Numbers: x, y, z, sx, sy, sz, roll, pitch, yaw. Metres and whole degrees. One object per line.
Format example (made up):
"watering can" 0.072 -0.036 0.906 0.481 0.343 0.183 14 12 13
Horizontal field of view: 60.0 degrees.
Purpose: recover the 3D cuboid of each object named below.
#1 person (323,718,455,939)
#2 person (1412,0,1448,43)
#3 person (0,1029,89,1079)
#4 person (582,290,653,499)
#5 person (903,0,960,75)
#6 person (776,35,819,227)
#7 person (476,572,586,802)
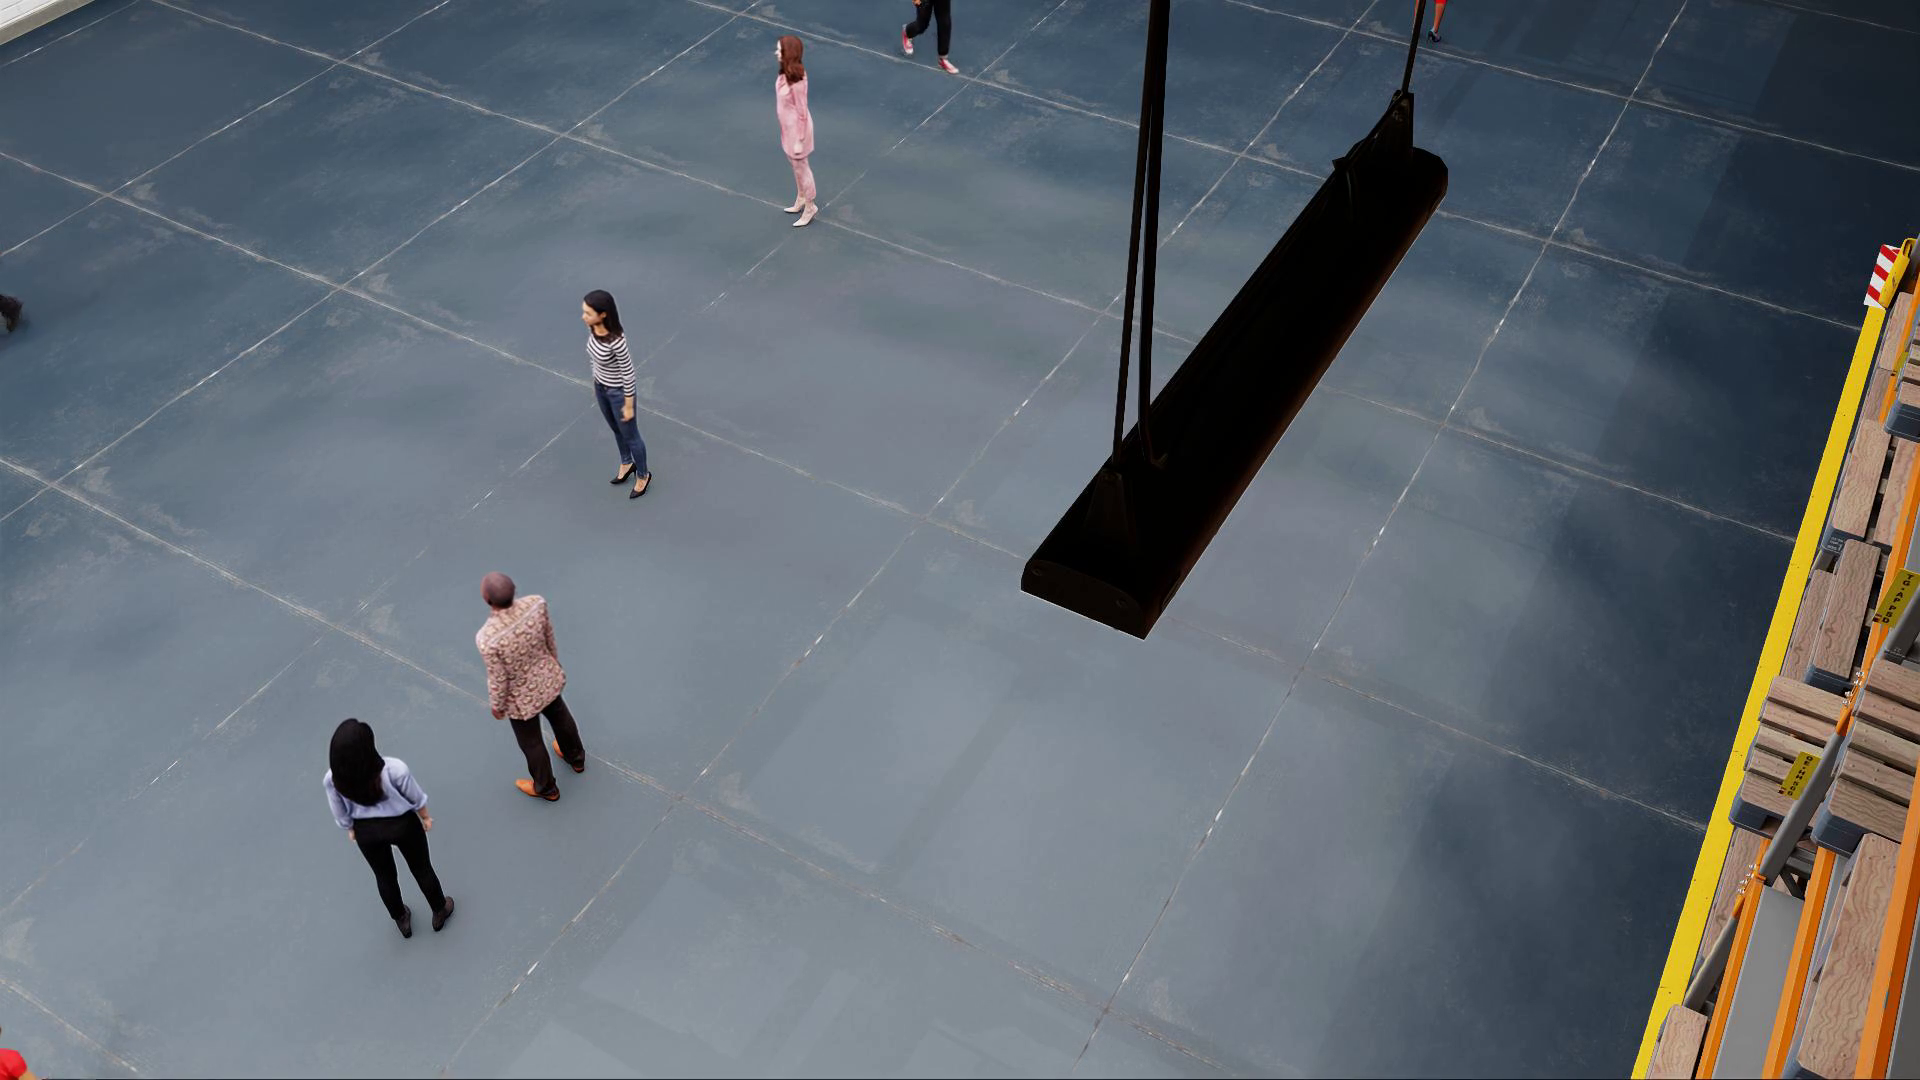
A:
"person" -3.195 1.614 9.267 0.730 1.743 0.774 -8 44 -8
"person" 4.992 -6.030 17.294 0.579 1.737 0.511 26 49 24
"person" -4.711 2.769 8.383 0.751 1.289 0.919 -1 44 -1
"person" -2.488 -1.054 12.029 0.590 1.796 0.646 -32 52 -29
"person" -0.333 -5.633 16.877 1.064 1.738 1.018 -26 49 -25
"person" -1.444 -3.631 14.729 0.731 1.803 0.687 -14 45 -14
"person" -2.595 0.872 9.999 0.753 1.808 0.534 24 49 23
